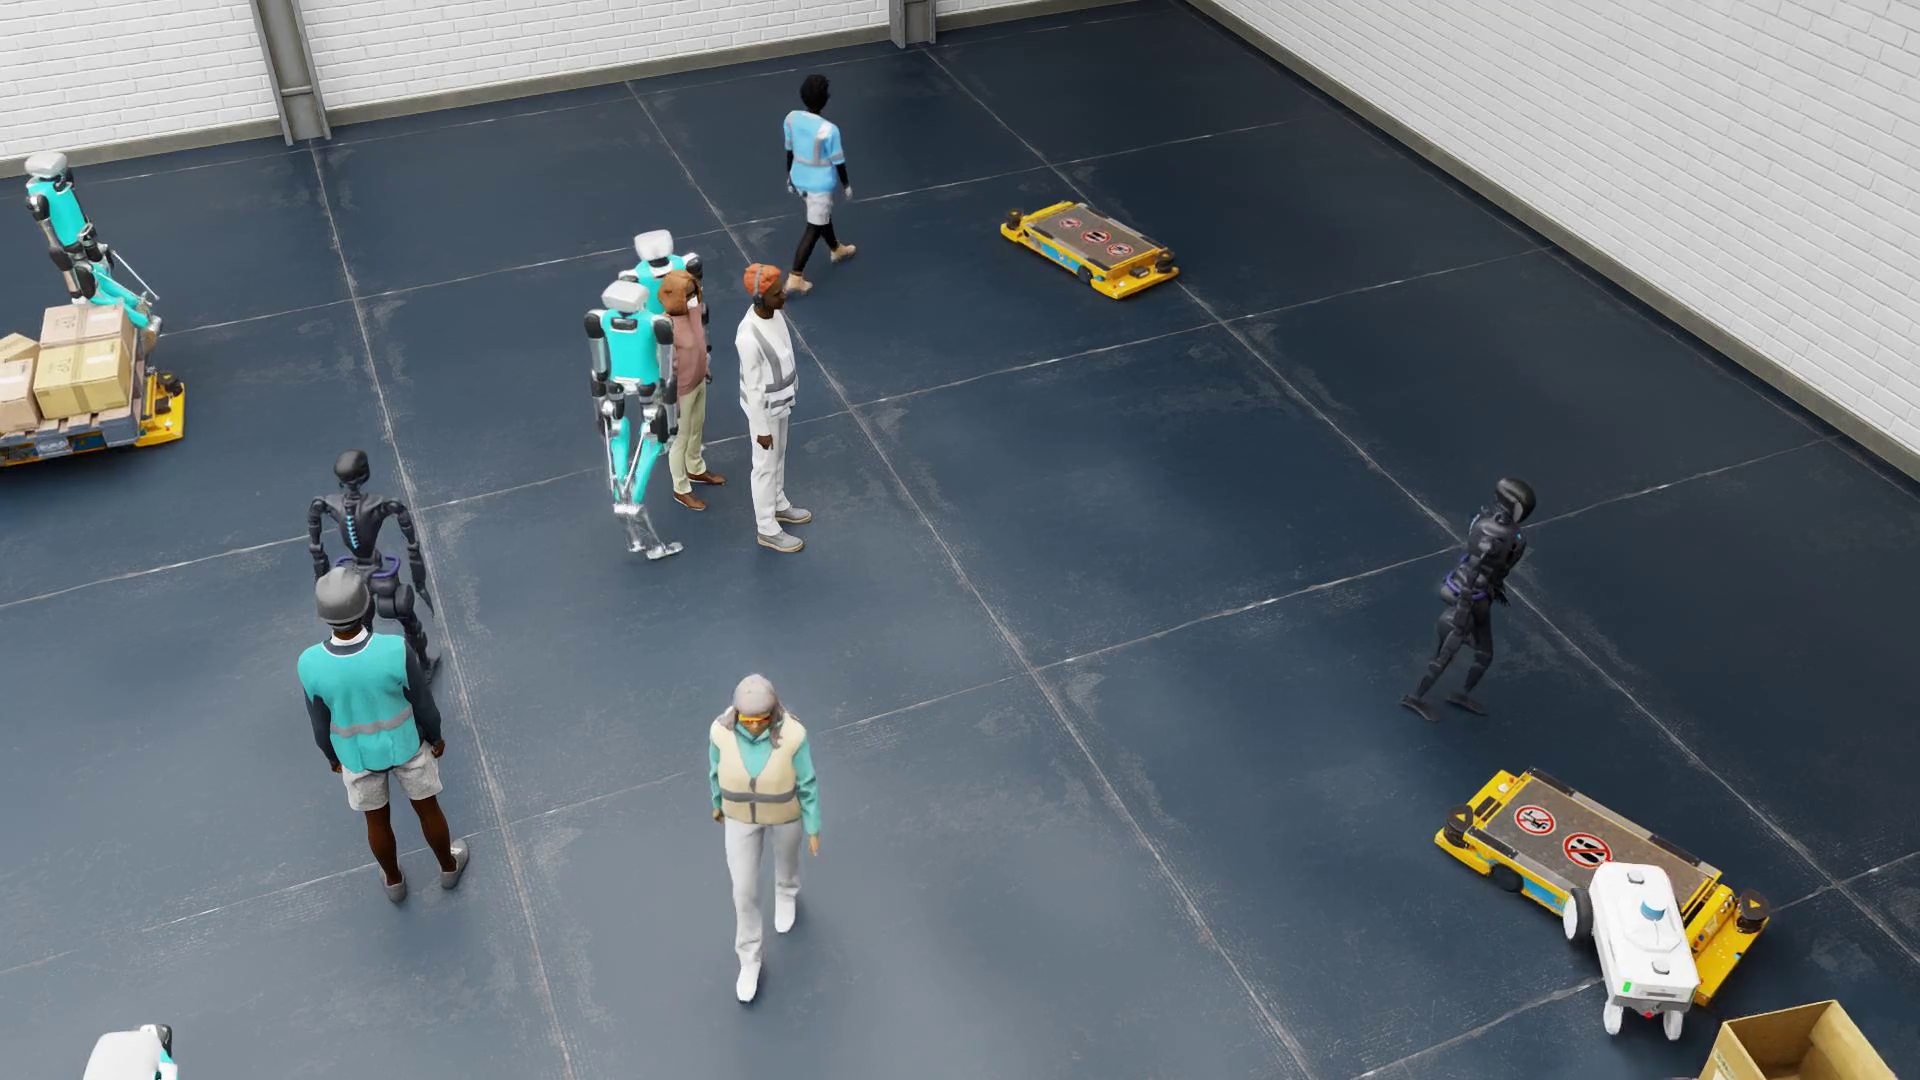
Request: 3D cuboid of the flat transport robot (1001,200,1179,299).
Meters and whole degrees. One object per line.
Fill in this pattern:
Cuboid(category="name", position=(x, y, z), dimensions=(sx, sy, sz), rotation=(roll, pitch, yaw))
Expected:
Cuboid(category="flat transport robot", position=(1.028, -2.367, 13.354), dimensions=(0.659, 0.231, 1.431), rotation=(-25, 44, -29))

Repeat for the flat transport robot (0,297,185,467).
Cuboid(category="flat transport robot", position=(-6.058, -0.796, 11.309), dimensions=(1.431, 0.231, 0.659), rotation=(-12, 39, -15))

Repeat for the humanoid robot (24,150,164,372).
Cuboid(category="humanoid robot", position=(-5.820, -1.820, 11.435), dimensions=(0.673, 1.792, 0.531), rotation=(-2, 38, -2))

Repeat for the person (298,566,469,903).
Cuboid(category="person", position=(-2.668, 0.940, 7.679), dimensions=(0.553, 1.940, 0.418), rotation=(-10, 39, -13))

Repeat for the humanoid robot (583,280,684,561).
Cuboid(category="humanoid robot", position=(-1.961, -0.587, 9.841), dimensions=(0.530, 1.789, 0.761), rotation=(5, 38, 7))

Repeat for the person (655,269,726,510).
Cuboid(category="person", position=(-1.700, -0.962, 10.403), dimensions=(0.266, 1.631, 0.506), rotation=(12, 39, 15))

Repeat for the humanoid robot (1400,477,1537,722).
Cuboid(category="humanoid robot", position=(2.696, 0.321, 8.707), dimensions=(0.529, 1.632, 0.603), rotation=(25, 44, 28))

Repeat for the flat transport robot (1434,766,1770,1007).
Cuboid(category="flat transport robot", position=(3.128, 1.635, 8.145), dimensions=(1.431, 0.231, 0.659), rotation=(31, 47, 34))

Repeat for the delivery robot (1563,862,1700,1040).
Cuboid(category="delivery robot", position=(3.118, 1.843, 7.654), dimensions=(0.499, 0.612, 0.796), rotation=(4, 38, 5))

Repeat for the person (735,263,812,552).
Cuboid(category="person", position=(-1.129, -0.802, 9.994), dimensions=(0.354, 1.883, 0.573), rotation=(5, 38, 7))

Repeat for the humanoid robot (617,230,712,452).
Cuboid(category="humanoid robot", position=(-1.919, -1.238, 10.754), dimensions=(0.569, 1.861, 0.741), rotation=(-16, 40, -20))

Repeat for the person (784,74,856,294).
Cuboid(category="person", position=(-1.115, -2.730, 12.689), dimensions=(0.534, 1.645, 0.890), rotation=(28, 45, 31))

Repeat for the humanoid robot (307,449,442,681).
Cuboid(category="humanoid robot", position=(-3.131, 0.211, 8.860), dimensions=(0.607, 1.637, 0.682), rotation=(-2, 38, -3))

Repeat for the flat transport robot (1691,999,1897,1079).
Cuboid(category="flat transport robot", position=(3.381, 2.832, 6.588), dimensions=(1.431, 0.231, 0.659), rotation=(-3, 38, -4))

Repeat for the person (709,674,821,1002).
Cuboid(category="person", position=(-0.866, 1.299, 7.414), dimensions=(0.499, 1.674, 0.799), rotation=(-1, 38, -1))

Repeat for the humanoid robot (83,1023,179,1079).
Cuboid(category="humanoid robot", position=(-3.059, 2.398, 5.966), dimensions=(1.013, 1.737, 0.569), rotation=(-8, 38, -10))
